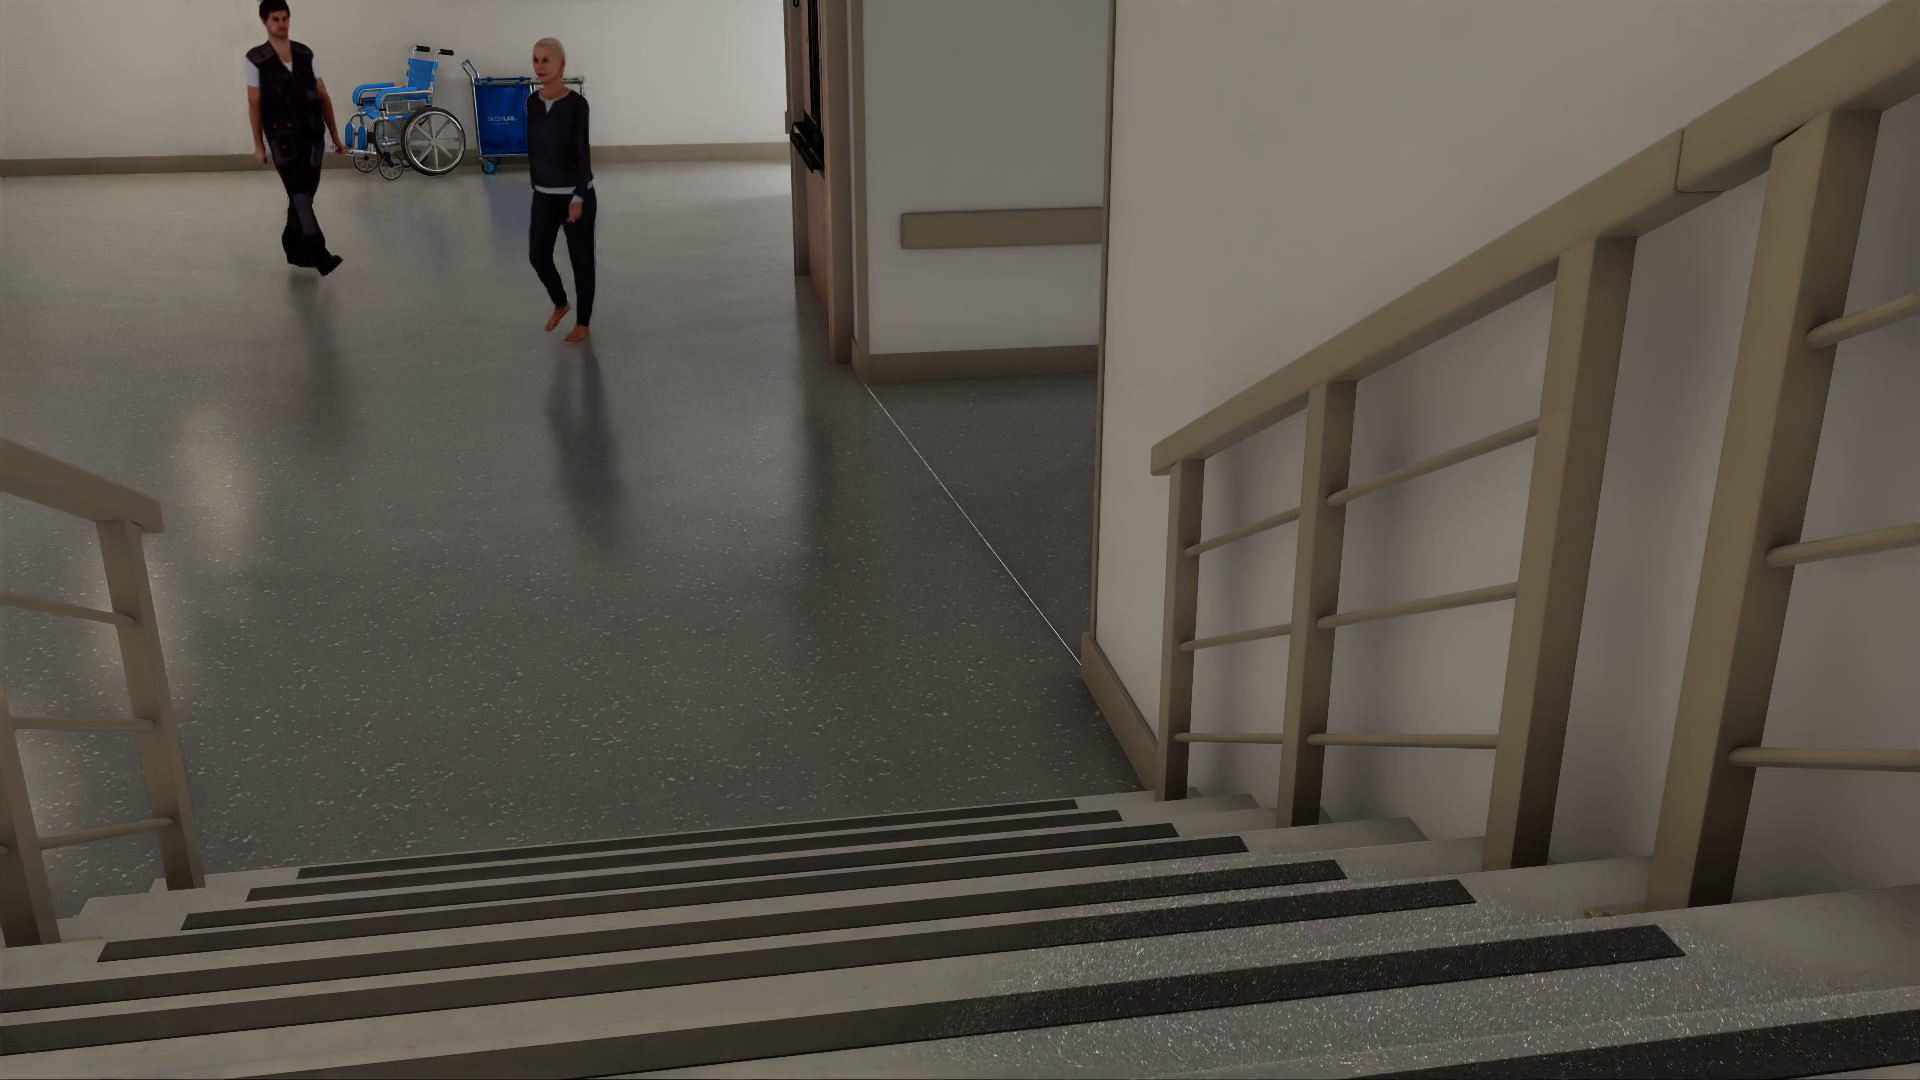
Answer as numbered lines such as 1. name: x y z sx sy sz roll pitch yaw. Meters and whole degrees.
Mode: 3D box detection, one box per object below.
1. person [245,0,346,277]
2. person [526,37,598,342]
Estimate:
1. person: -4.564 -2.709 11.308 1.199 1.807 1.087 17 26 37
2. person: -2.259 -2.035 9.657 0.684 1.716 0.707 6 22 16
